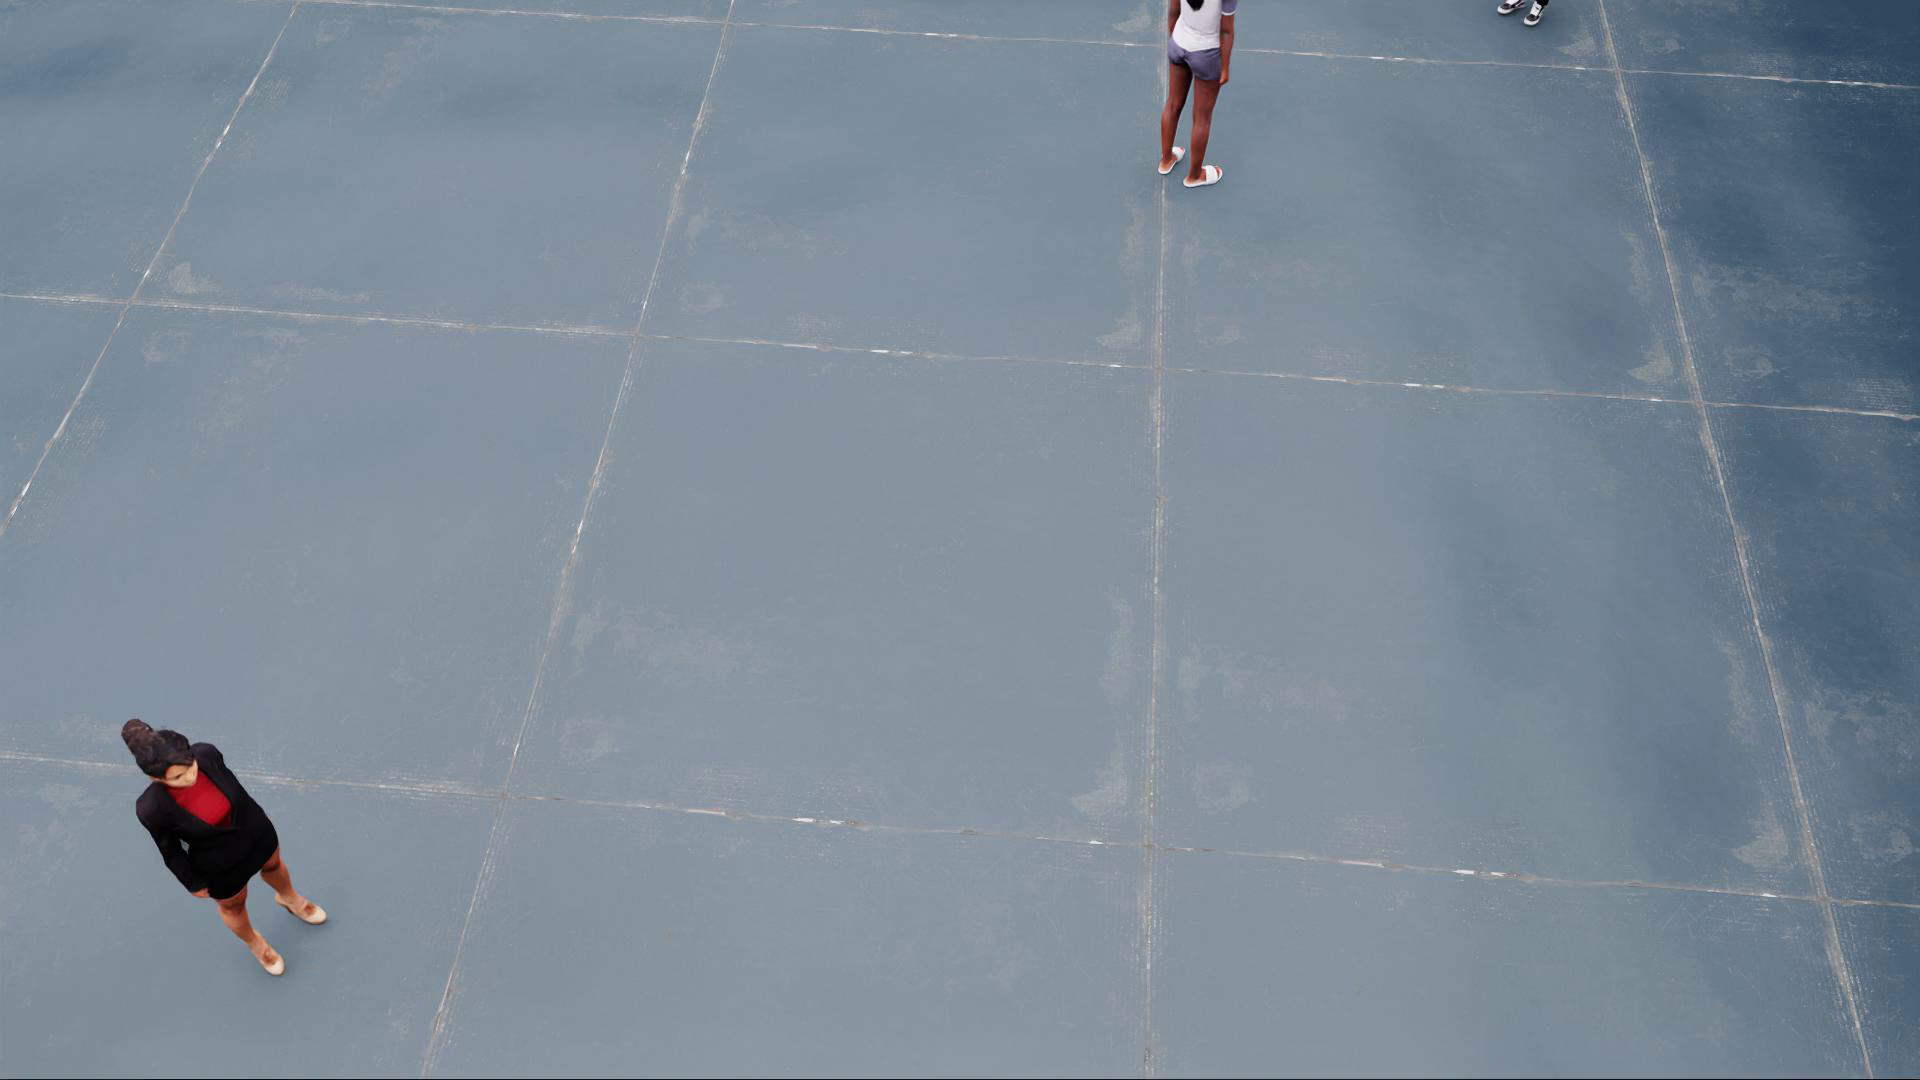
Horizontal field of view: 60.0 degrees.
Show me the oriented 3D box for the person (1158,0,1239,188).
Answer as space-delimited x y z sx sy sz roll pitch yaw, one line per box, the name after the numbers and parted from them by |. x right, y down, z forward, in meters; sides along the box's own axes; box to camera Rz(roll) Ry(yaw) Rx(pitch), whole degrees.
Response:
1.382 -2.843 9.747 0.767 1.721 0.694 -38 61 -26 | person

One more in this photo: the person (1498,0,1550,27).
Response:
3.895 -4.018 10.952 0.579 1.255 0.659 35 60 24 | person

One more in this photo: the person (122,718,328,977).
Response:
-2.916 1.234 6.641 0.716 1.641 0.675 23 56 17 | person
